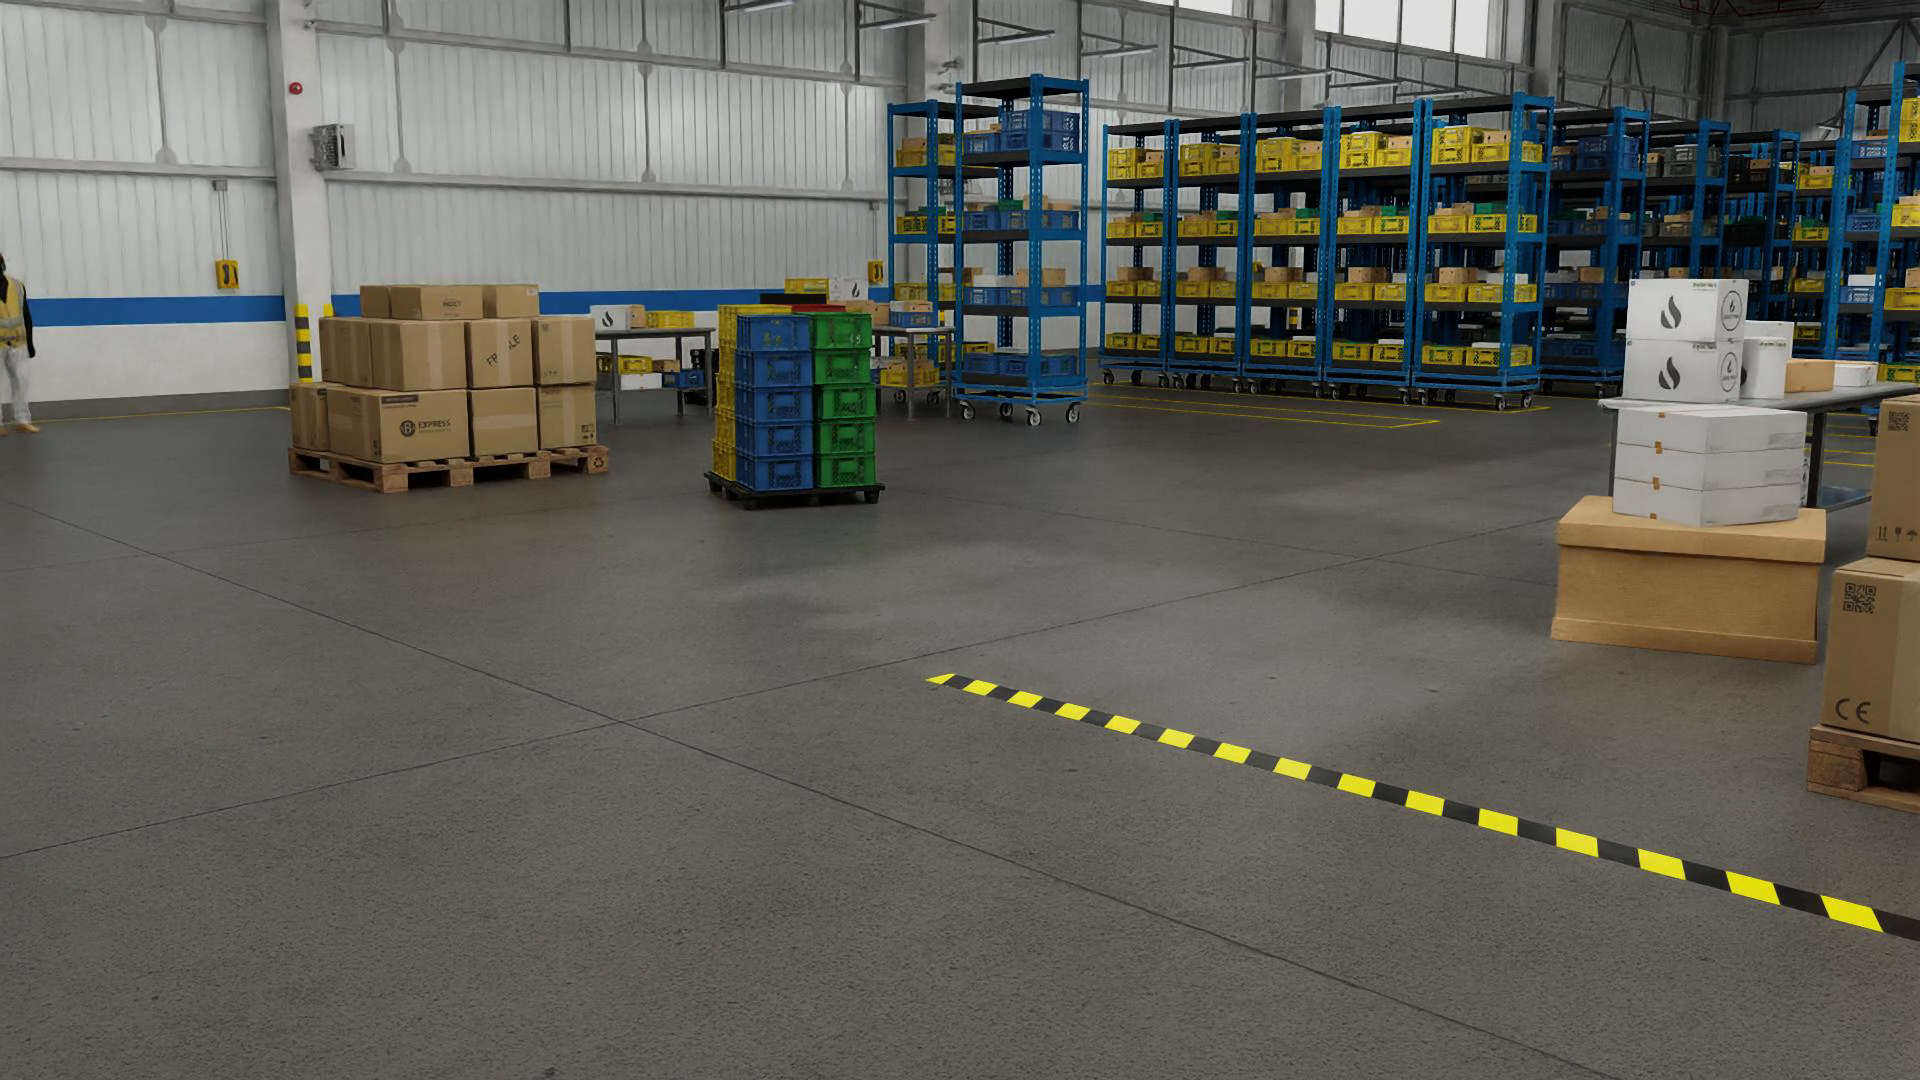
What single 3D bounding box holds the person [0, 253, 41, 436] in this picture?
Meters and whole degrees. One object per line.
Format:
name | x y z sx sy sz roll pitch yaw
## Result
person | -9.456 -1.929 16.387 0.429 1.831 0.631 6 11 33
